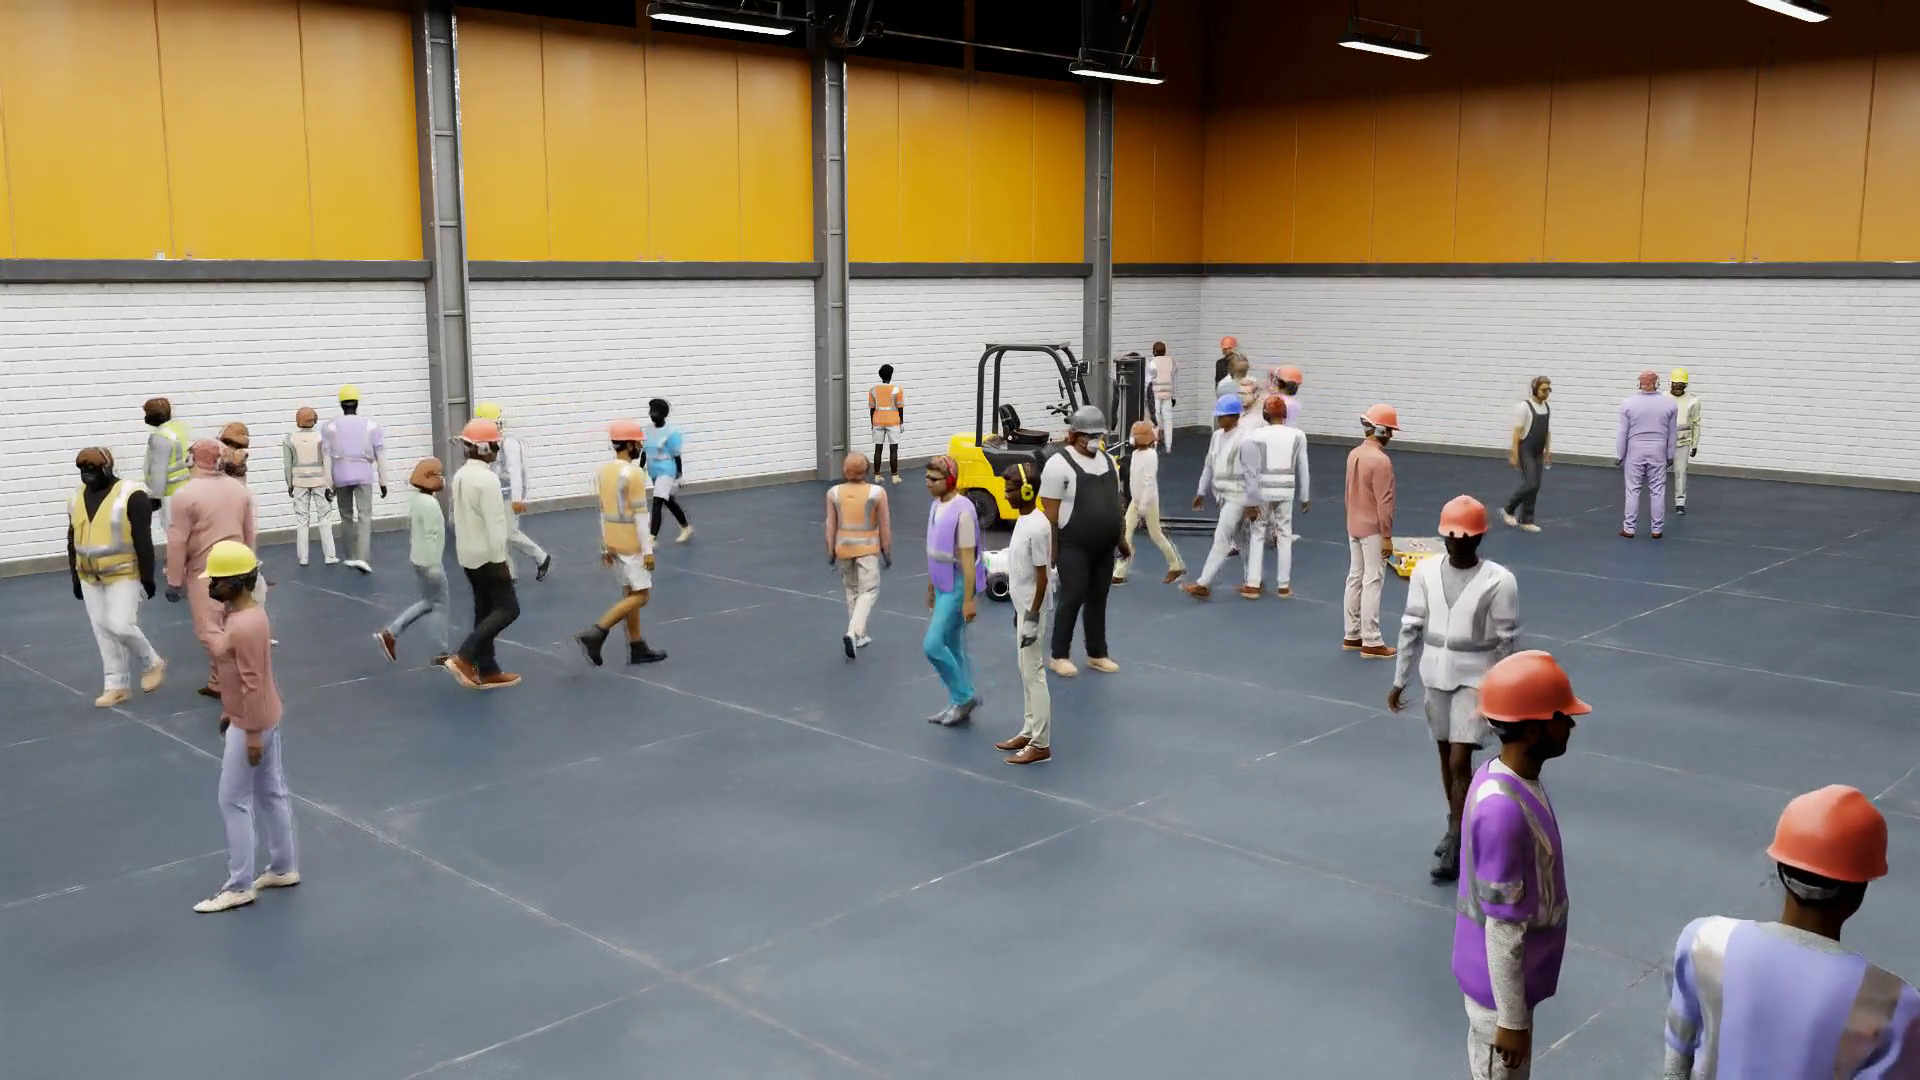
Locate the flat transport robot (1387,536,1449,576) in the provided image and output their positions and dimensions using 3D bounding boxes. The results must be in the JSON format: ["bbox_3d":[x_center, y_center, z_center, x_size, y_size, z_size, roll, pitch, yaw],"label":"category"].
[{"bbox_3d":[4.671,0.155,16.888,0.652,0.197,1.431,1,9,3],"label":"flat transport robot"}]

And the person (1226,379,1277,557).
[{"bbox_3d":[3.096,-0.764,17.599,0.737,1.886,0.650,-8,12,-39],"label":"person"}]

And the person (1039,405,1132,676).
[{"bbox_3d":[0.968,-0.007,12.465,0.692,2.000,0.536,-7,12,-38],"label":"person"}]

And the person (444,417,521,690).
[{"bbox_3d":[-3.437,0.117,11.886,0.496,1.979,0.646,-7,12,-39],"label":"person"}]

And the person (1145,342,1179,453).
[{"bbox_3d":[3.282,-2.348,27.439,0.634,1.839,0.429,-3,10,-19],"label":"person"}]

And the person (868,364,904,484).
[{"bbox_3d":[-1.037,-1.635,23.521,0.531,1.694,0.320,3,10,18],"label":"person"}]

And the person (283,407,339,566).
[{"bbox_3d":[-6.627,-0.545,17.001,0.512,1.637,0.307,-2,9,-11],"label":"person"}]

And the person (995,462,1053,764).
[{"bbox_3d":[0.405,0.447,10.228,0.327,1.865,0.518,-1,9,-6],"label":"person"}]

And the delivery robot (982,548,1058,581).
[{"bbox_3d":[0.571,0.218,15.347,0.707,0.478,0.477,-1,9,-7],"label":"delivery robot"}]

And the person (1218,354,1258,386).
[{"bbox_3d":[3.694,-1.495,22.025,0.492,1.900,0.706,-8,12,-40],"label":"person"}]

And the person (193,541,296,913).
[{"bbox_3d":[-3.467,0.874,7.949,0.451,1.761,0.540,-3,10,-19],"label":"person"}]

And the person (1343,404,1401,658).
[{"bbox_3d":[3.235,-0.073,13.038,0.391,1.986,0.609,-2,10,-14],"label":"person"}]

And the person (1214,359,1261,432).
[{"bbox_3d":[3.510,-1.307,20.828,0.638,1.915,0.736,-4,10,-24],"label":"person"}]

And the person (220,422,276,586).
[{"bbox_3d":[-6.963,-0.321,15.755,0.735,1.601,0.514,-4,10,-22],"label":"person"}]

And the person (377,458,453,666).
[{"bbox_3d":[-4.099,0.184,12.625,0.568,1.619,0.503,-5,11,-28],"label":"person"}]

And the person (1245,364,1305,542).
[{"bbox_3d":[3.402,-0.921,18.202,0.802,2.009,0.659,-4,10,-22],"label":"person"}]

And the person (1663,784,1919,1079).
[{"bbox_3d":[1.853,1.488,3.799,0.559,1.894,1.001,8,12,39],"label":"person"}]

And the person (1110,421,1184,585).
[{"bbox_3d":[1.787,-0.350,15.924,0.841,1.593,0.513,-3,10,-19],"label":"person"}]

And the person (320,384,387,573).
[{"bbox_3d":[-6.084,-0.624,16.714,0.599,1.886,0.877,-3,10,-20],"label":"person"}]

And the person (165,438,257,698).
[{"bbox_3d":[-5.135,0.238,11.512,0.769,1.888,0.670,3,10,17],"label":"person"}]

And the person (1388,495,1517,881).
[{"bbox_3d":[2.450,0.729,8.375,0.549,1.907,0.797,9,13,43],"label":"person"}]

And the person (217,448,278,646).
[{"bbox_3d":[-5.723,0.067,13.273,0.608,1.613,0.542,-5,11,-29],"label":"person"}]

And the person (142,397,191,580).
[{"bbox_3d":[-7.665,-0.485,16.119,0.456,1.813,0.669,-3,10,-16],"label":"person"}]

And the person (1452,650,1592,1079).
[{"bbox_3d":[1.629,1.278,4.894,0.347,1.943,0.545,3,10,19],"label":"person"}]

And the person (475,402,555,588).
[{"bbox_3d":[-4.268,-0.423,15.780,0.625,1.793,0.641,-7,11,-35],"label":"person"}]

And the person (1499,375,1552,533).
[{"bbox_3d":[6.555,-0.985,19.128,0.517,1.829,0.443,-6,11,-35],"label":"person"}]

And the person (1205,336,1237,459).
[{"bbox_3d":[4.210,-2.232,26.344,0.617,1.970,0.747,9,13,43],"label":"person"}]

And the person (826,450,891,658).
[{"bbox_3d":[-0.815,0.106,13.057,0.520,1.613,0.741,3,10,18],"label":"person"}]

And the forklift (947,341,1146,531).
[{"bbox_3d":[0.977,-1.223,19.452,2.313,2.155,1.214,2,9,11],"label":"forklift"}]

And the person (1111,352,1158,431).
[{"bbox_3d":[2.439,-1.771,23.832,0.590,1.873,0.981,-4,10,-25],"label":"person"}]

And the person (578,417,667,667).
[{"bbox_3d":[-2.579,0.034,12.597,0.686,1.921,0.570,-7,12,-38],"label":"person"}]

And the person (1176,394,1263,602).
[{"bbox_3d":[2.422,-0.389,15.256,1.010,1.888,0.629,-3,10,-18],"label":"person"}]

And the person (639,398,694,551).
[{"bbox_3d":[-3.203,-0.732,18.094,0.526,1.655,0.894,8,12,42],"label":"person"}]

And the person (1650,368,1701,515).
[{"bbox_3d":[8.836,-1.221,20.592,0.597,1.825,0.403,4,10,21],"label":"person"}]

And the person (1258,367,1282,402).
[{"bbox_3d":[3.697,-1.092,19.588,0.422,1.888,0.691,5,11,29],"label":"person"}]

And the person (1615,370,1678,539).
[{"bbox_3d":[7.723,-0.961,18.748,0.636,1.903,0.404,2,9,12],"label":"person"}]

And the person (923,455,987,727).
[{"bbox_3d":[-0.072,0.343,10.975,0.464,1.821,0.603,-3,10,-19],"label":"person"}]

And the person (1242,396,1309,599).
[{"bbox_3d":[2.904,-0.389,15.319,0.620,1.880,0.365,-1,9,-6],"label":"person"}]

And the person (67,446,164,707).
[{"bbox_3d":[-5.897,0.247,11.565,0.640,1.824,0.453,2,9,11],"label":"person"}]
